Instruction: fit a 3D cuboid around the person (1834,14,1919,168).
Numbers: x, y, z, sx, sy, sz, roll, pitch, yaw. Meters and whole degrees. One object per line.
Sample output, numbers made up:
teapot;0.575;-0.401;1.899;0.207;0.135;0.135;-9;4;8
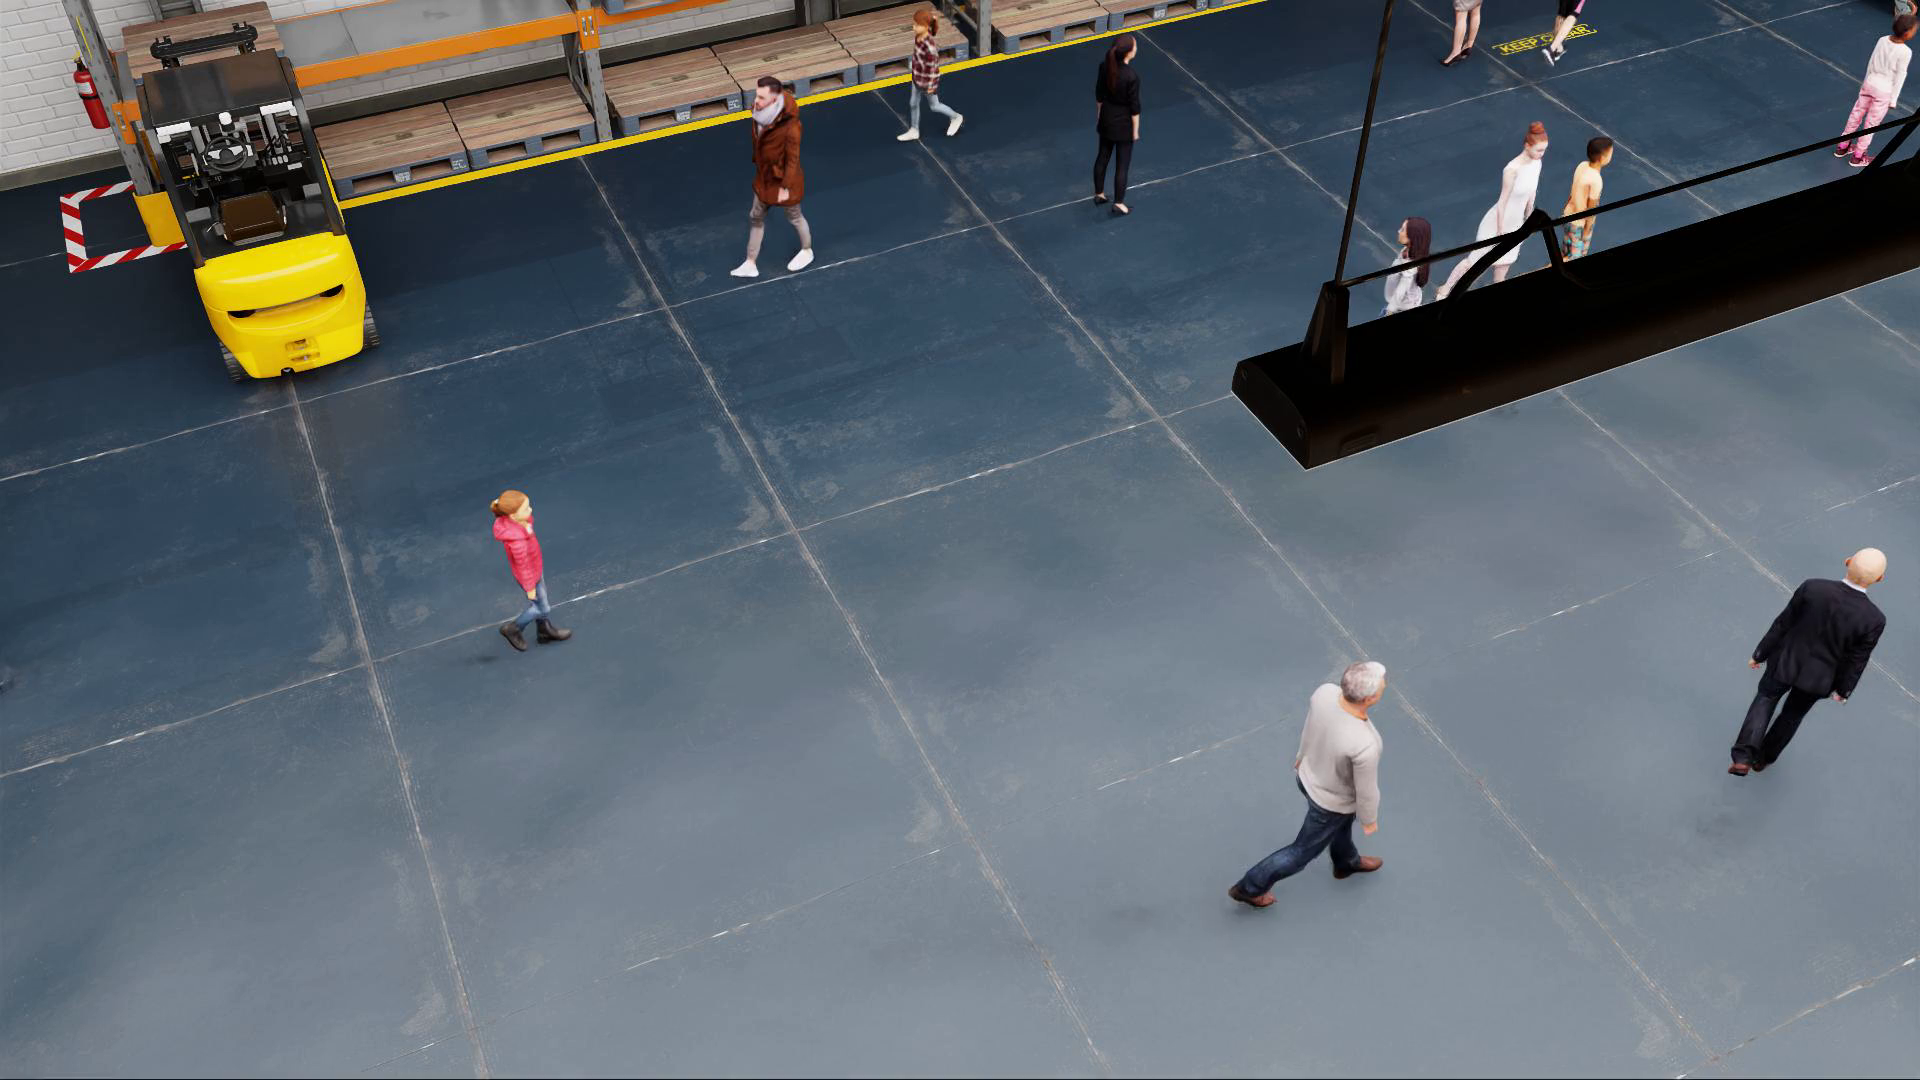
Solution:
person;8.342;-4.100;15.089;0.500;1.444;0.548;-15;46;-16

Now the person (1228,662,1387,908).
person;1.934;1.389;9.019;1.294;1.869;0.910;-9;44;-10

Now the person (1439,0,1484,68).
person;5.040;-5.490;16.330;0.525;1.746;0.696;-28;50;-26

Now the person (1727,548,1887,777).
person;4.894;0.804;9.702;0.926;1.774;1.012;29;51;27

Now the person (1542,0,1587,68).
person;5.979;-5.478;16.299;0.876;1.770;1.040;28;50;26

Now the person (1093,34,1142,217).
person;1.351;-3.590;14.397;0.658;1.661;0.673;-34;53;-31

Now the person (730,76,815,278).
person;-1.413;-2.992;13.667;0.928;1.802;1.131;33;53;30

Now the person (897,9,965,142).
person;-0.253;-4.311;15.423;0.862;1.290;0.528;-18;47;-18

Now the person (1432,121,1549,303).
person;4.319;-2.503;13.165;0.683;1.786;0.872;-24;49;-23

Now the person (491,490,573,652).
person;-2.828;0.220;10.653;0.727;1.308;0.615;-7;44;-8

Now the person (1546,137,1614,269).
person;4.961;-2.592;13.503;0.857;1.449;0.656;-6;44;-6
